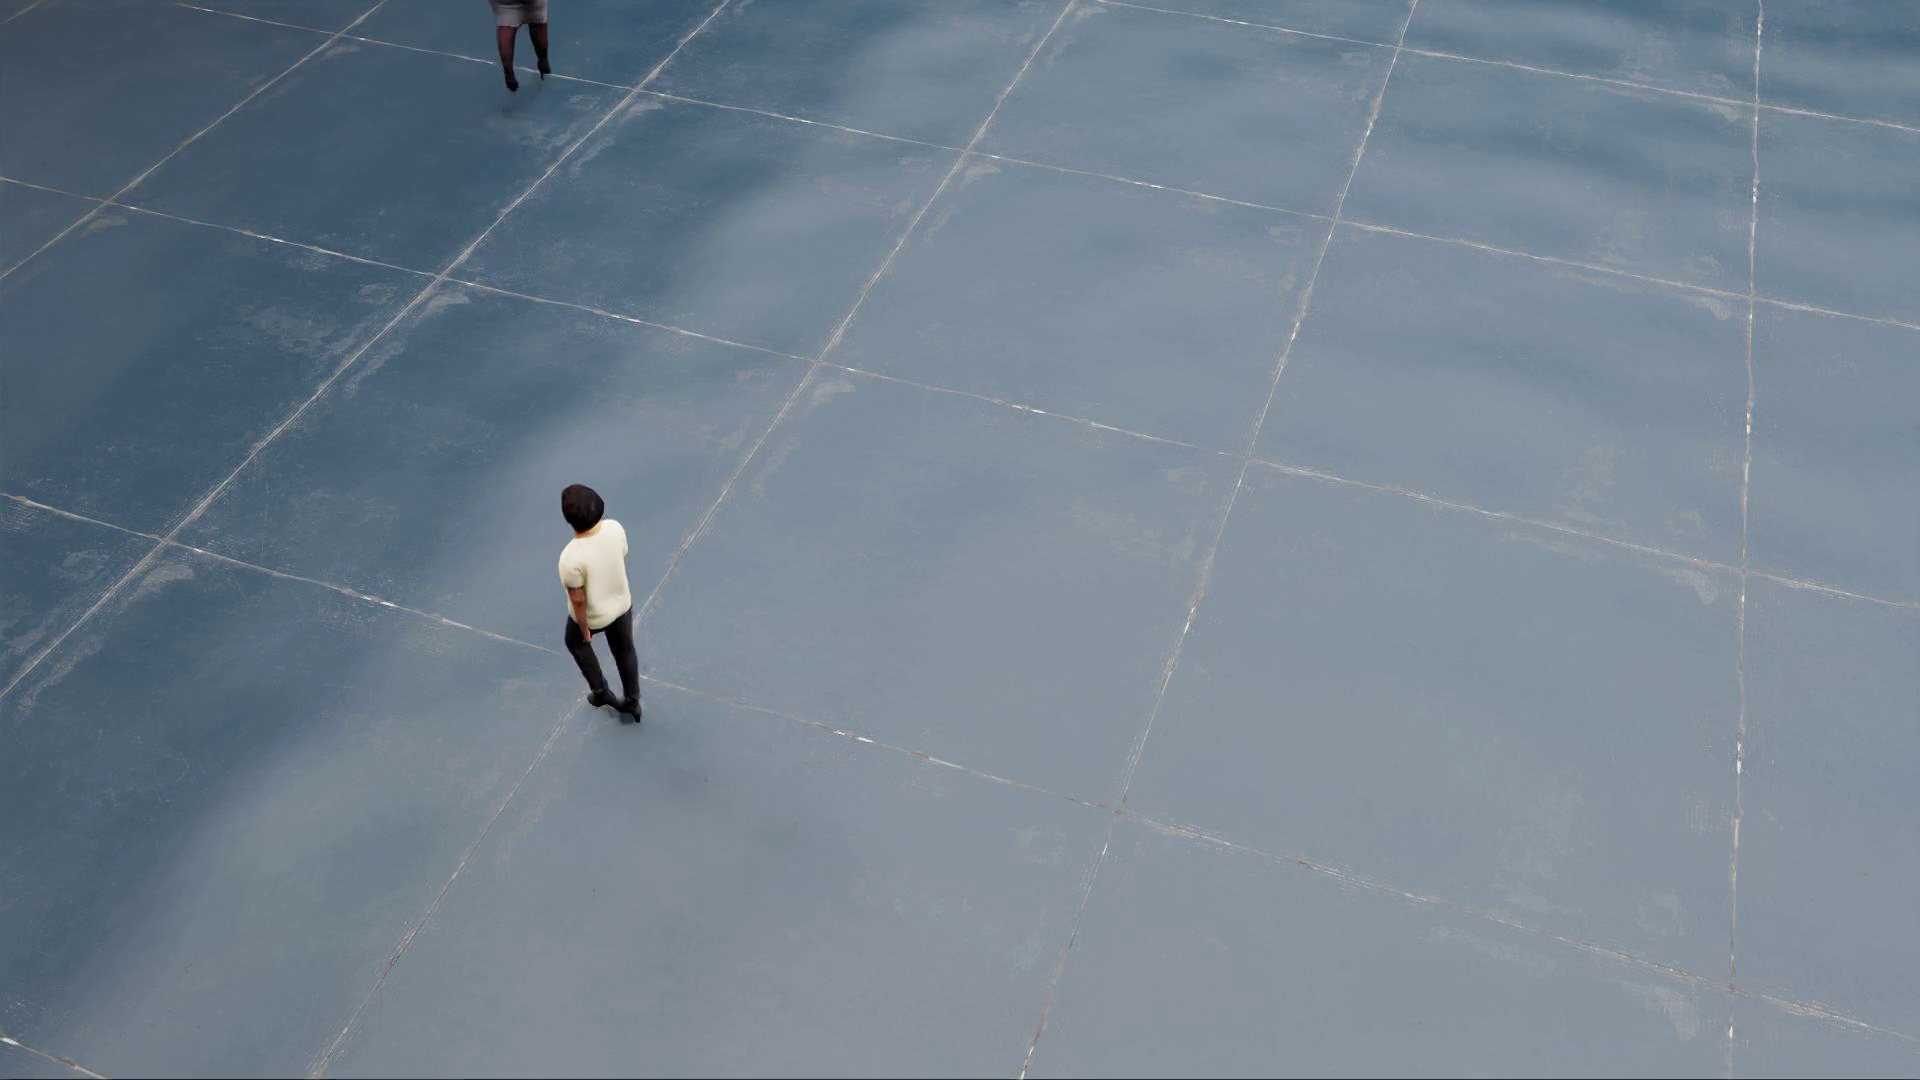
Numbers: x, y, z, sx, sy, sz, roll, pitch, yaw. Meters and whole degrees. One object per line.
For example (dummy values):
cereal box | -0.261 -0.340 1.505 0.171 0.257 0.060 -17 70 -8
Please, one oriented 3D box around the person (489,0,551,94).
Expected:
person | -3.650 -4.480 13.594 1.011 1.740 0.918 2 43 3

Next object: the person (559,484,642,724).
person | -1.787 0.384 8.508 0.709 1.573 0.686 31 51 29
